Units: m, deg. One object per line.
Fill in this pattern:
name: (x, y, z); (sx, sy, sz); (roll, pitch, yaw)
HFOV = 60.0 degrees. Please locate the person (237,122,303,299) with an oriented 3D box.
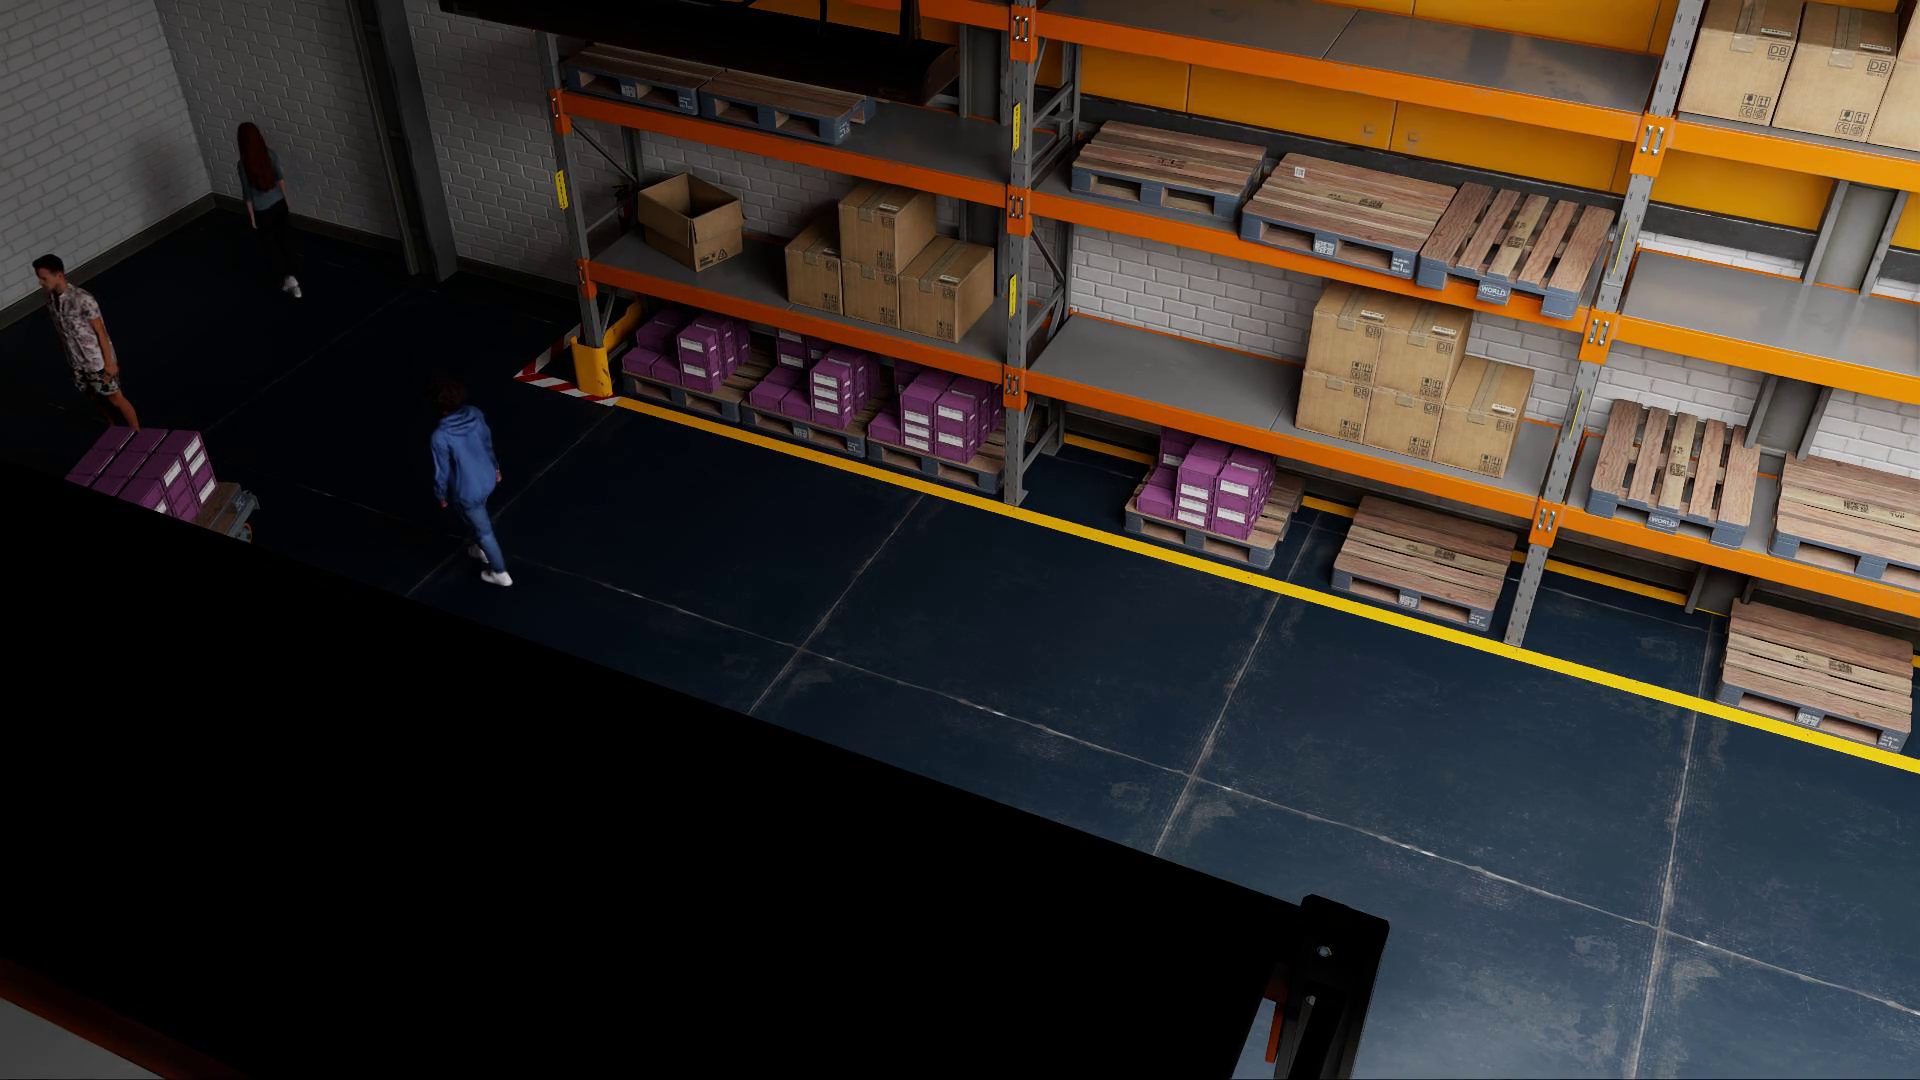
person: (-6.400, -3.035, 15.538); (0.678, 1.731, 0.671); (29, 47, 31)

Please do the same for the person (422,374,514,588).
person: (-3.521, -0.401, 12.194); (0.798, 1.788, 0.717); (19, 42, 22)

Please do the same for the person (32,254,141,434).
person: (-7.105, -1.534, 13.595); (0.510, 1.811, 0.731); (15, 41, 18)
